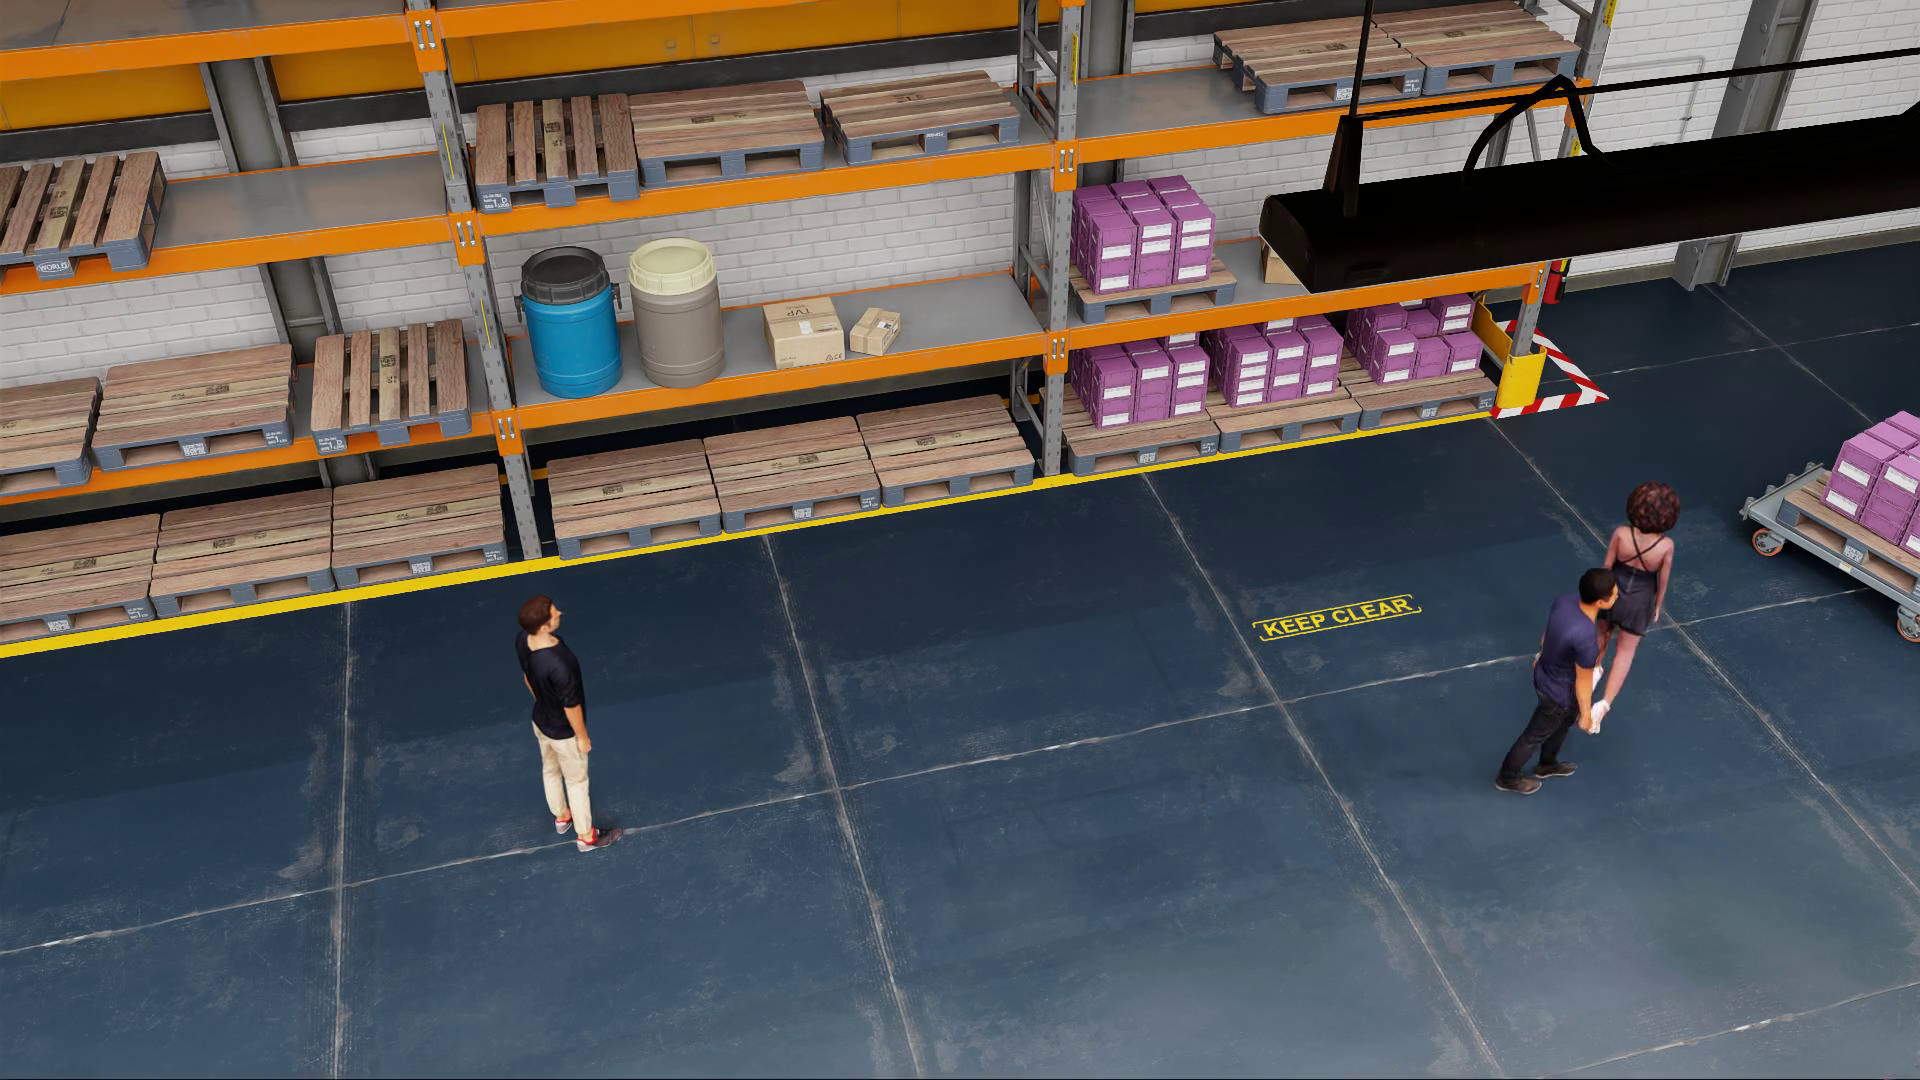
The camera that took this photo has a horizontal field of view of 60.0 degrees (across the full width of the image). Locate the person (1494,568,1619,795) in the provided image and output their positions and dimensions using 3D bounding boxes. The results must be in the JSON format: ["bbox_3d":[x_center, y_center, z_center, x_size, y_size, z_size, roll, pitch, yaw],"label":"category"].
[{"bbox_3d":[3.469,0.863,9.904,0.851,1.774,0.796,1,39,1],"label":"person"}]

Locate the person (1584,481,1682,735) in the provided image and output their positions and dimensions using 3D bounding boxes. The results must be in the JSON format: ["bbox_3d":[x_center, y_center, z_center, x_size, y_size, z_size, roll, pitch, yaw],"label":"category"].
[{"bbox_3d":[4.149,0.453,10.429,1.018,1.759,1.072,20,43,23],"label":"person"}]

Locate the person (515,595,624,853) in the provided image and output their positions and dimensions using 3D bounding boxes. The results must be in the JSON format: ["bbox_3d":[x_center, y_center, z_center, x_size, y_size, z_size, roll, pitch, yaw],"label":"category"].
[{"bbox_3d":[-2.320,1.052,9.599,0.696,1.859,0.707,-30,48,-32],"label":"person"}]
